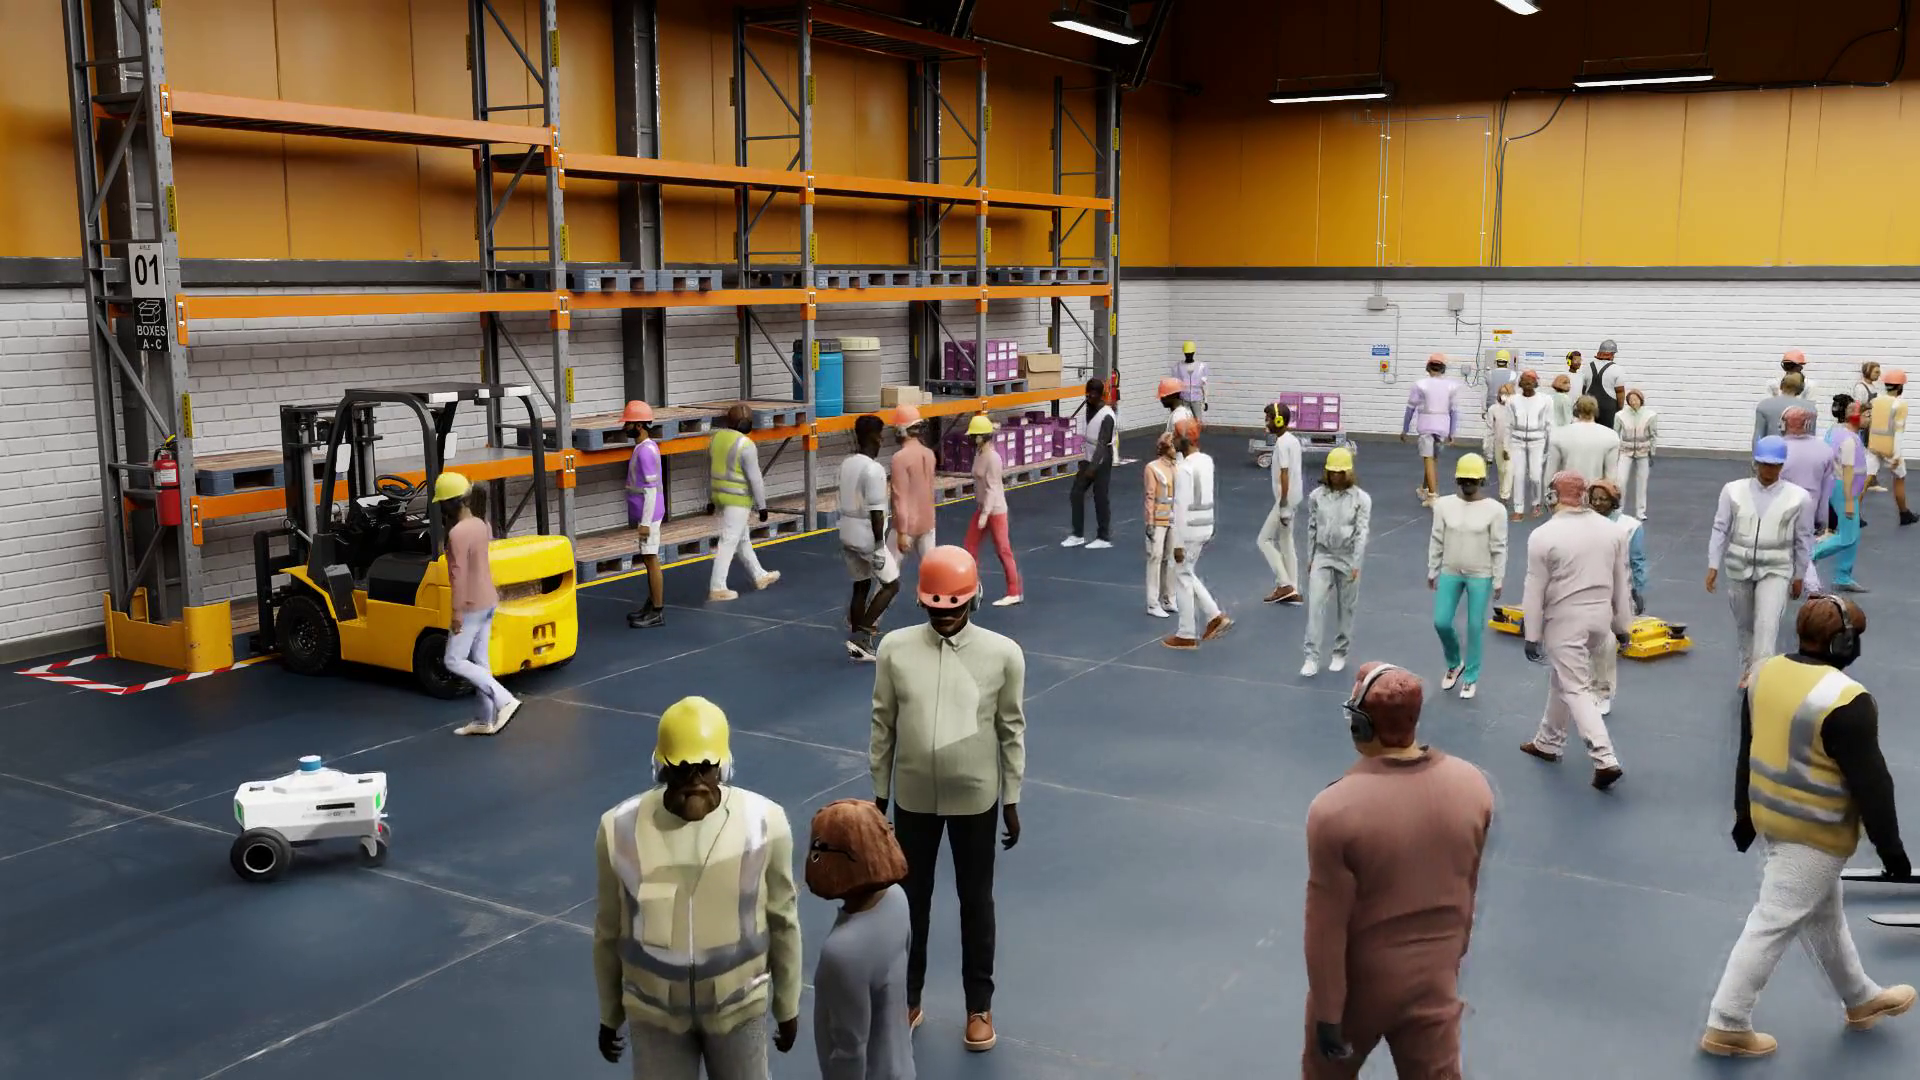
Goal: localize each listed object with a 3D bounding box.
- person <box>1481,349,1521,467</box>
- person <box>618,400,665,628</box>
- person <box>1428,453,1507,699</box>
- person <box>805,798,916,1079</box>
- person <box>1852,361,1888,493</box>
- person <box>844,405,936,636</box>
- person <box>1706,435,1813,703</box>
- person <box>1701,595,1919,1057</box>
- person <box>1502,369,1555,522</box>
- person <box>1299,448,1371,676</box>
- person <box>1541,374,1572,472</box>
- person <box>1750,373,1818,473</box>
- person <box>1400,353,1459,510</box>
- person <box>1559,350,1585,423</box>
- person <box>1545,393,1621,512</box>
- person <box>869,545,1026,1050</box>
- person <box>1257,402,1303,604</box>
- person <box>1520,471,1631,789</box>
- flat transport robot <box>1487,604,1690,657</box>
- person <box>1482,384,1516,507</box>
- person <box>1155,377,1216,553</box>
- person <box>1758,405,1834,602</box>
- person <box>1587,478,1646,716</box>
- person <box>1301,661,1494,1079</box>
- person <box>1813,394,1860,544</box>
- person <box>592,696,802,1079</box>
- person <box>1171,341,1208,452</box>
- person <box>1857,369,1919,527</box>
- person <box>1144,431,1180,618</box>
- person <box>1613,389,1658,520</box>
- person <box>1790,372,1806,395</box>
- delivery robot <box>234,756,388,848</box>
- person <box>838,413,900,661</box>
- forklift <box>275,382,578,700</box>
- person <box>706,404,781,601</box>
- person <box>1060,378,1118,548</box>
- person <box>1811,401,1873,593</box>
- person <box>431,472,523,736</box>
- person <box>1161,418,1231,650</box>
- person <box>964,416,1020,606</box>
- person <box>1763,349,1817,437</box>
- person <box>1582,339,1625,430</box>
[{"bbox_3d":[8.412,-2.042,25.867,0.586,1.833,0.403,4,10,22],"label":"person"},{"bbox_3d":[-2.698,-0.218,14.151,0.370,1.939,0.543,-2,9,-11],"label":"person"},{"bbox_3d":[3.572,0.257,11.744,0.557,1.750,0.392,6,11,32],"label":"person"},{"bbox_3d":[-0.256,1.493,4.455,0.304,1.638,0.510,2,9,14],"label":"person"},{"bbox_3d":[12.409,-1.575,23.016,0.520,1.824,0.860,-7,12,-39],"label":"person"},{"bbox_3d":[-0.441,-0.138,13.661,1.006,1.938,0.638,6,11,33],"label":"person"},{"bbox_3d":[5.563,0.230,11.613,0.612,1.863,1.012,7,11,36],"label":"person"},{"bbox_3d":[3.318,1.102,6.380,0.971,1.789,0.628,0,9,-2],"label":"person"},{"bbox_3d":[6.878,-1.134,20.110,0.641,1.867,0.441,5,10,27],"label":"person"},{"bbox_3d":[2.785,0.176,12.375,0.483,1.707,0.777,4,10,24],"label":"person"},{"bbox_3d":[8.372,-1.536,23.384,0.565,1.615,0.519,-4,10,-23],"label":"person"},{"bbox_3d":[9.327,-0.939,18.822,0.635,1.884,1.003,6,11,32],"label":"person"},{"bbox_3d":[6.062,-1.424,21.524,0.637,1.975,1.021,-1,9,-7],"label":"person"},{"bbox_3d":[9.068,-1.871,24.675,0.514,1.876,0.328,-4,10,-25],"label":"person"},{"bbox_3d":[5.791,-0.419,15.521,0.641,1.909,0.937,3,9,15],"label":"person"},{"bbox_3d":[-0.055,0.994,6.443,0.610,1.986,0.393,1,9,7],"label":"person"},{"bbox_3d":[2.919,-0.327,15.121,0.463,1.843,0.555,4,10,24],"label":"person"},{"bbox_3d":[3.700,0.516,9.899,0.703,1.847,0.985,-4,10,-22],"label":"person"},{"bbox_3d":[5.126,0.701,13.610,0.652,0.197,1.431,-7,11,-37],"label":"flat transport robot"},{"bbox_3d":[6.990,-1.205,21.394,0.523,1.590,0.848,6,11,34],"label":"person"},{"bbox_3d":[2.378,-0.776,17.760,0.636,1.907,0.592,1,9,8],"label":"person"},{"bbox_3d":[7.119,-0.206,14.234,0.654,1.890,0.712,0,9,1],"label":"person"},{"bbox_3d":[4.348,0.392,11.334,0.543,1.618,0.576,7,11,36],"label":"person"},{"bbox_3d":[1.308,1.294,4.930,0.639,1.872,0.894,-3,10,-17],"label":"person"},{"bbox_3d":[9.663,-0.761,18.301,0.317,1.696,0.539,0,9,1],"label":"person"},{"bbox_3d":[-0.770,1.329,4.897,0.610,1.812,0.739,-1,9,-6],"label":"person"},{"bbox_3d":[3.755,-2.305,27.245,0.625,1.913,0.409,1,9,4],"label":"person"},{"bbox_3d":[11.005,-1.082,19.747,1.034,1.886,0.551,-4,10,-22],"label":"person"},{"bbox_3d":[1.819,-0.140,14.619,0.518,1.631,0.338,-8,12,-40],"label":"person"},{"bbox_3d":[8.178,-1.024,20.182,0.513,1.607,0.484,4,10,24],"label":"person"},{"bbox_3d":[9.803,-1.074,19.807,0.498,1.847,0.498,-3,10,-19],"label":"person"},{"bbox_3d":[-3.282,1.340,8.442,0.707,0.478,0.477,-2,9,-15],"label":"delivery robot"},{"bbox_3d":[-0.709,-0.005,12.842,0.418,1.935,0.608,-6,11,-34],"label":"person"},{"bbox_3d":[-3.974,-0.067,12.417,2.313,2.155,1.214,5,11,30],"label":"forklift"},{"bbox_3d":[-1.986,-0.357,15.438,0.920,1.796,0.655,-7,12,-38],"label":"person"},{"bbox_3d":[1.413,-0.809,18.037,0.683,1.882,0.619,-5,10,-30],"label":"person"},{"bbox_3d":[8.277,-0.405,15.662,0.590,1.826,0.588,5,11,30],"label":"person"},{"bbox_3d":[-3.120,0.429,10.700,0.498,1.745,0.549,0,9,2],"label":"person"},{"bbox_3d":[1.847,-0.037,13.233,0.461,1.869,0.609,5,11,30],"label":"person"},{"bbox_3d":[0.171,-0.238,14.920,0.848,1.728,0.537,-4,10,-23],"label":"person"},{"bbox_3d":[10.626,-1.421,21.350,0.609,2.040,0.394,5,11,30],"label":"person"},{"bbox_3d":[9.615,-1.975,24.801,0.536,2.000,0.688,-8,12,-39],"label":"person"}]
